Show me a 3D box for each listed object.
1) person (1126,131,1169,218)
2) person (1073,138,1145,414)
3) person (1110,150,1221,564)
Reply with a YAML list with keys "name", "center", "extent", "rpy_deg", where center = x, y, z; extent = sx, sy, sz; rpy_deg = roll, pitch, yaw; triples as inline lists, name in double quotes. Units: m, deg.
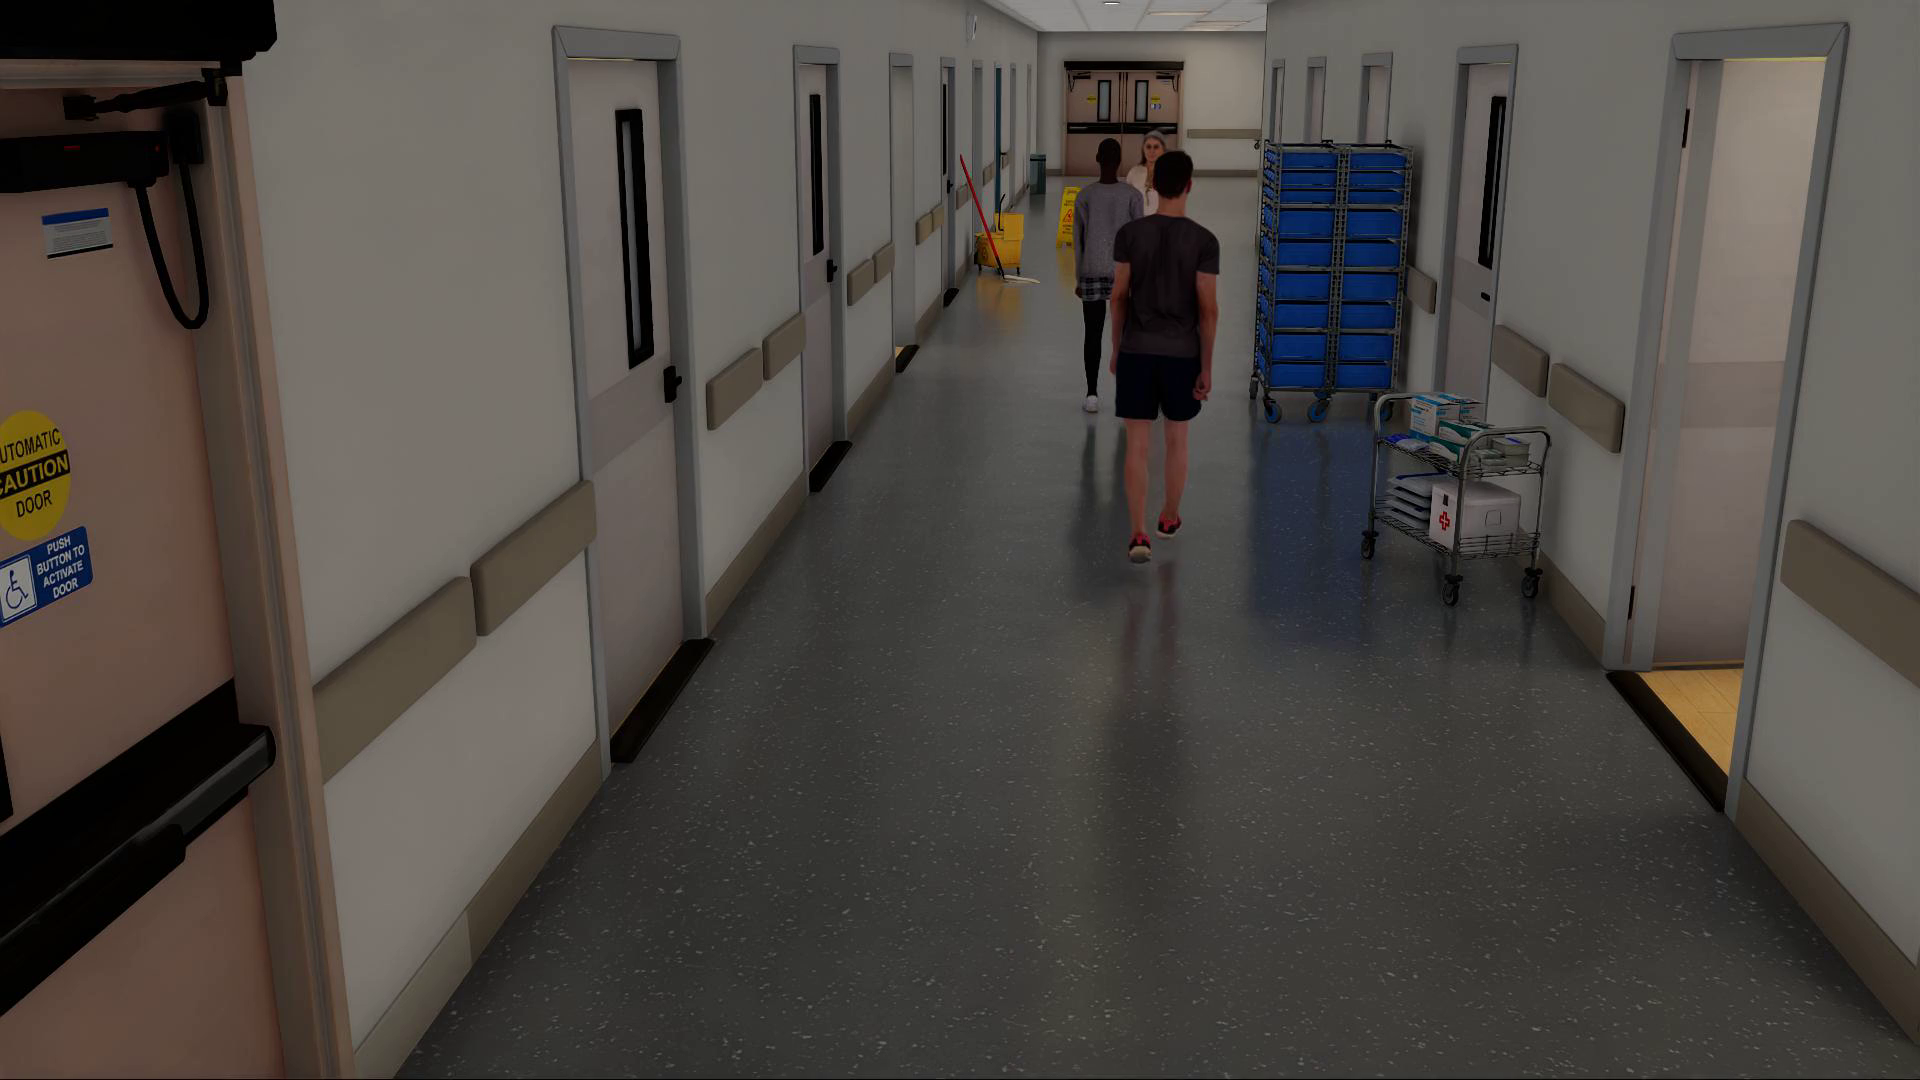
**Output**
- name: "person"
  center: [1.556, -2.397, 13.375]
  extent: [0.693, 1.714, 0.901]
  rpy_deg: [4, 16, 13]
- name: "person"
  center: [0.972, -1.726, 10.892]
  extent: [0.613, 1.771, 0.524]
  rpy_deg: [2, 16, 7]
- name: "person"
  center: [0.868, -0.769, 7.422]
  extent: [0.693, 1.812, 1.167]
  rpy_deg: [2, 16, 8]
